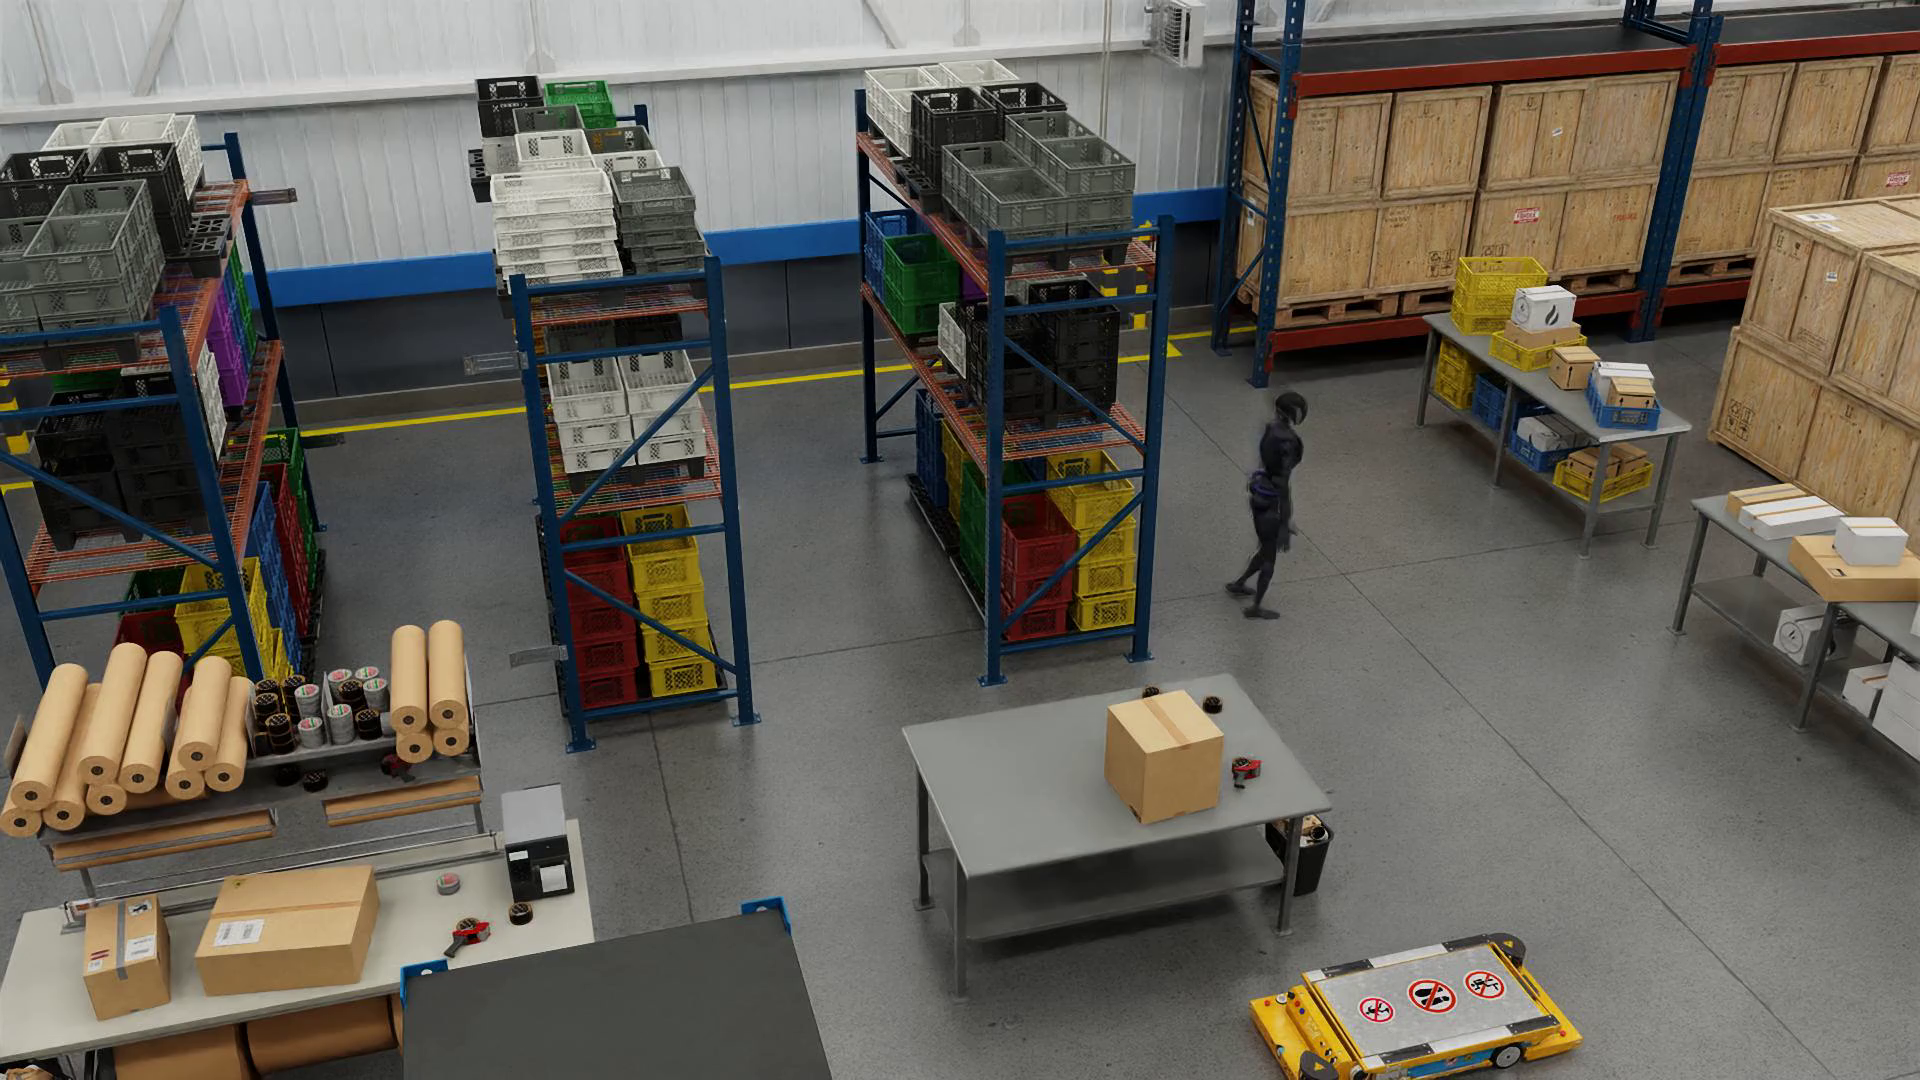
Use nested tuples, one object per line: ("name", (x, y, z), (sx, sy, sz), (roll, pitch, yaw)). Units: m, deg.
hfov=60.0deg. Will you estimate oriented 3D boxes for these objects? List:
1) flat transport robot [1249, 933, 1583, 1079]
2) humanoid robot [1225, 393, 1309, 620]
("flat transport robot", (2.184, 2.282, 7.980), (1.431, 0.197, 0.652), (-8, 30, -14))
("humanoid robot", (2.051, -0.247, 11.168), (0.447, 1.637, 0.653), (2, 29, 4))
